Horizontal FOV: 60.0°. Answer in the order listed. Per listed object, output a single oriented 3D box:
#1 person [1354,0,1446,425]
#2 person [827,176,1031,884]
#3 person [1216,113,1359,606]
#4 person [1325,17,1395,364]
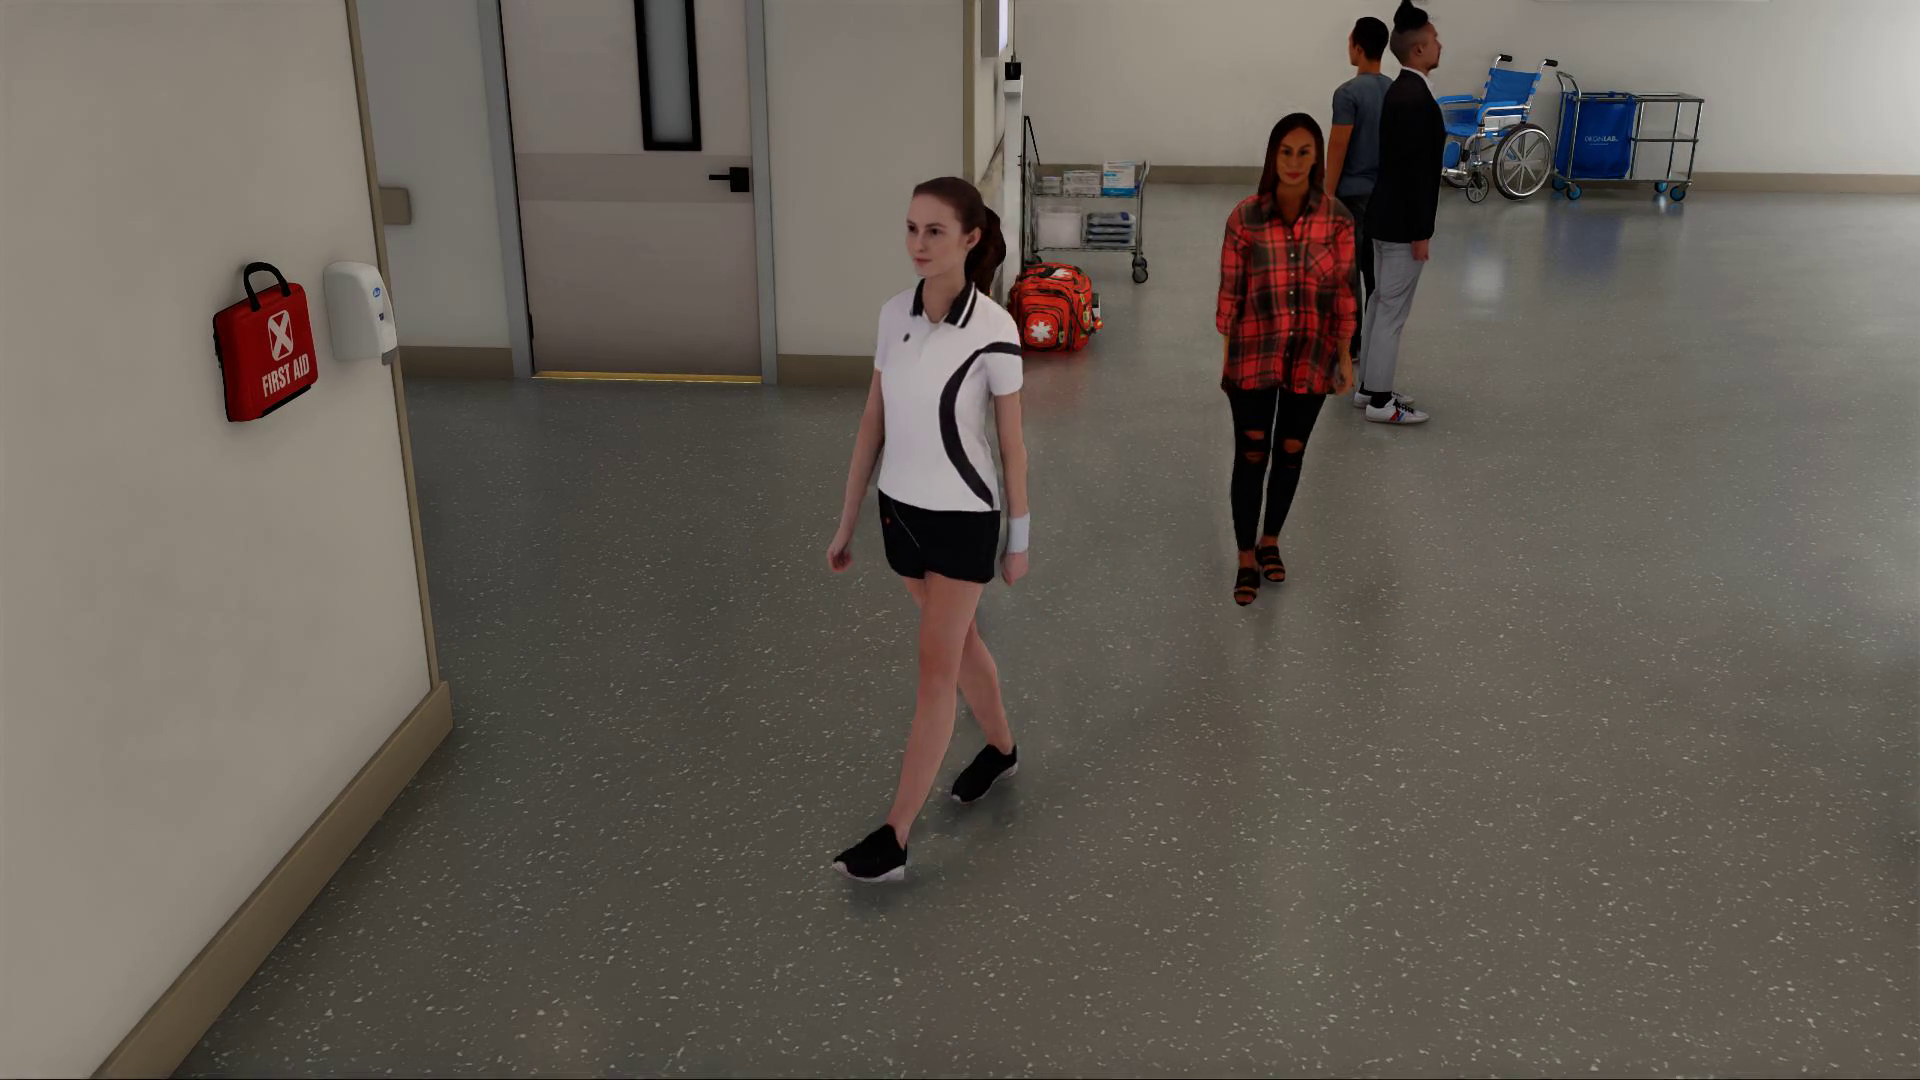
[{"bbox_3d":[2.088,-1.544,7.893,0.761,1.950,0.523,1,21,3],"label":"person"},{"bbox_3d":[0.007,-0.042,4.272,0.965,1.707,1.160,16,26,36],"label":"person"},{"bbox_3d":[1.136,-0.652,5.912,0.642,1.685,0.755,0,21,-1],"label":"person"},{"bbox_3d":[2.170,-1.870,8.956,0.706,1.806,0.757,-16,26,-35],"label":"person"}]
